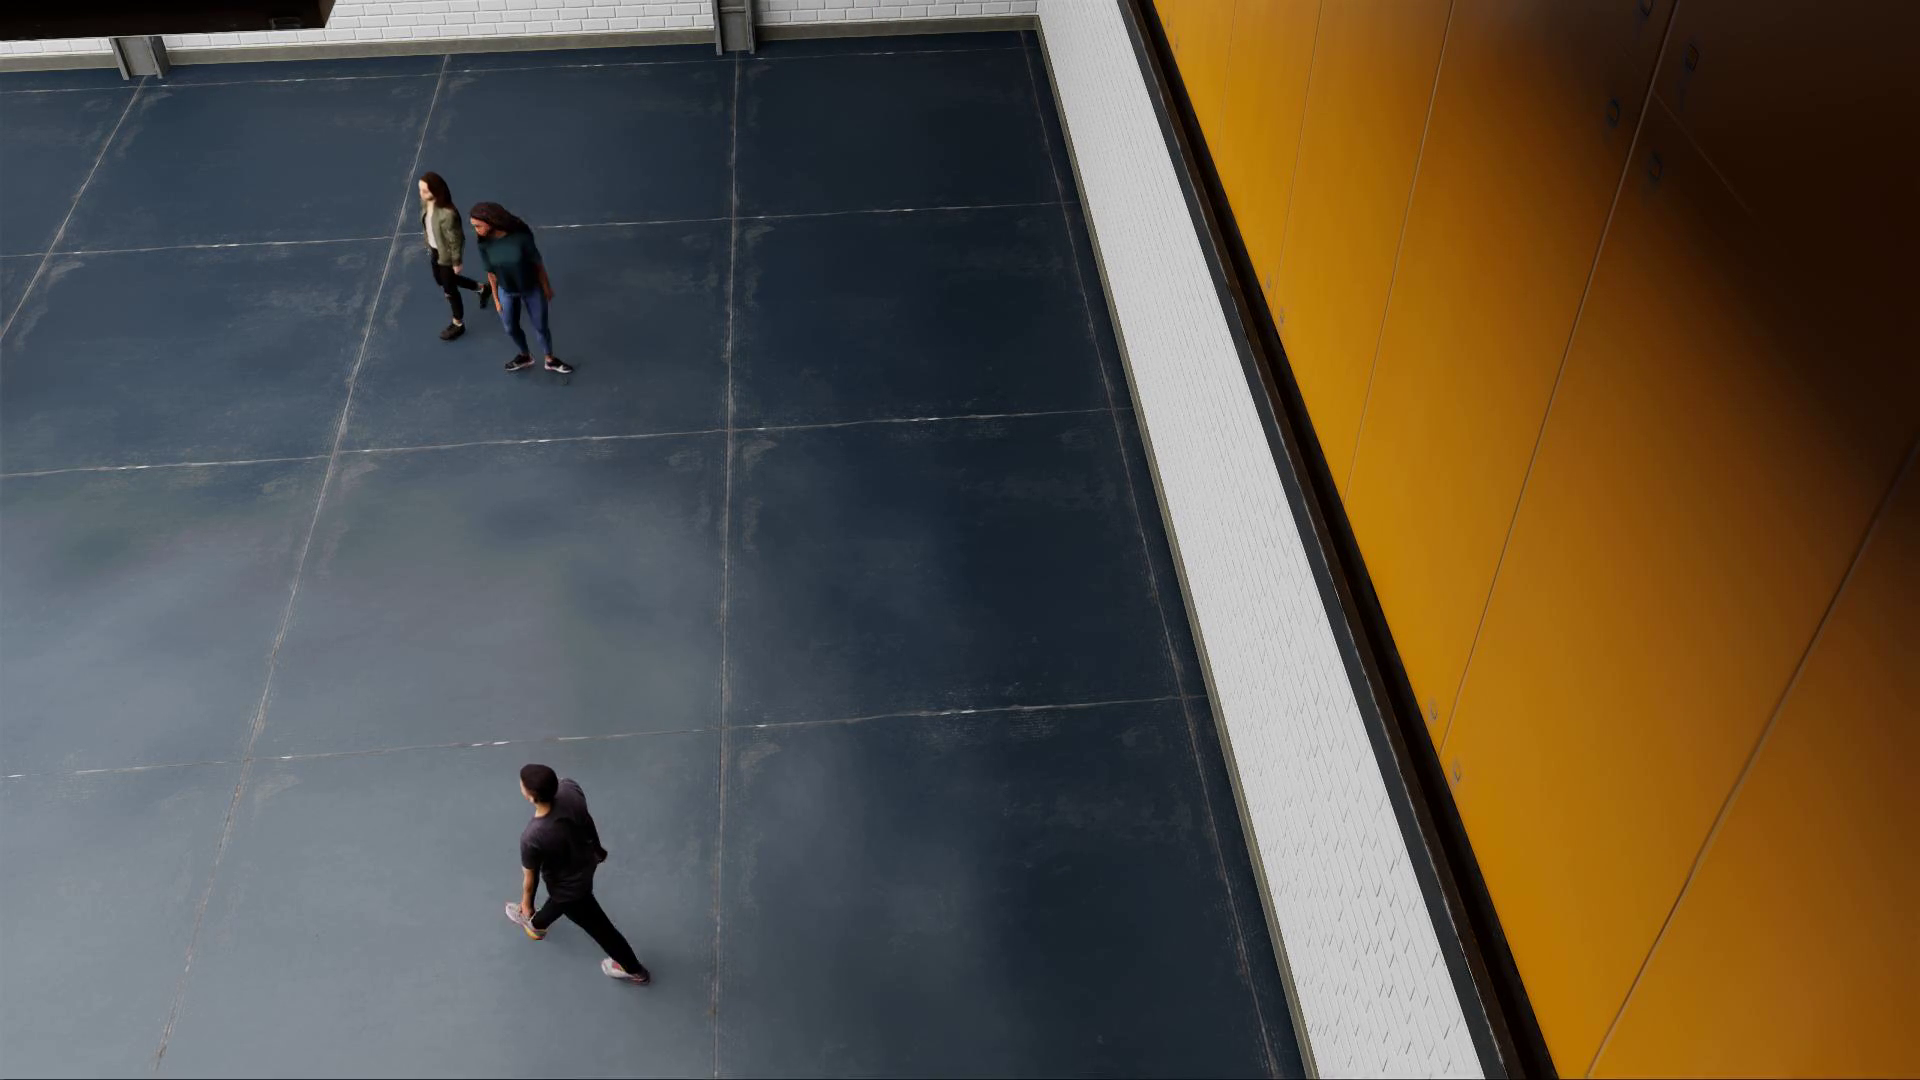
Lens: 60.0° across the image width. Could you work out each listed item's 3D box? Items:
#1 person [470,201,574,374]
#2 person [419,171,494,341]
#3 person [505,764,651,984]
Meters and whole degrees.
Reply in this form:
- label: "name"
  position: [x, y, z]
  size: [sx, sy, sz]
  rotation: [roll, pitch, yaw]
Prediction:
- label: "person"
  position: [-3.346, -1.950, 12.877]
  size: [0.493, 1.591, 0.755]
  rotation: [-13, 45, -13]
- label: "person"
  position: [-4.081, -2.326, 13.362]
  size: [0.934, 1.467, 0.841]
  rotation: [-32, 52, -29]
- label: "person"
  position: [-1.997, 1.818, 8.831]
  size: [1.242, 1.715, 0.966]
  rotation: [13, 45, 13]
